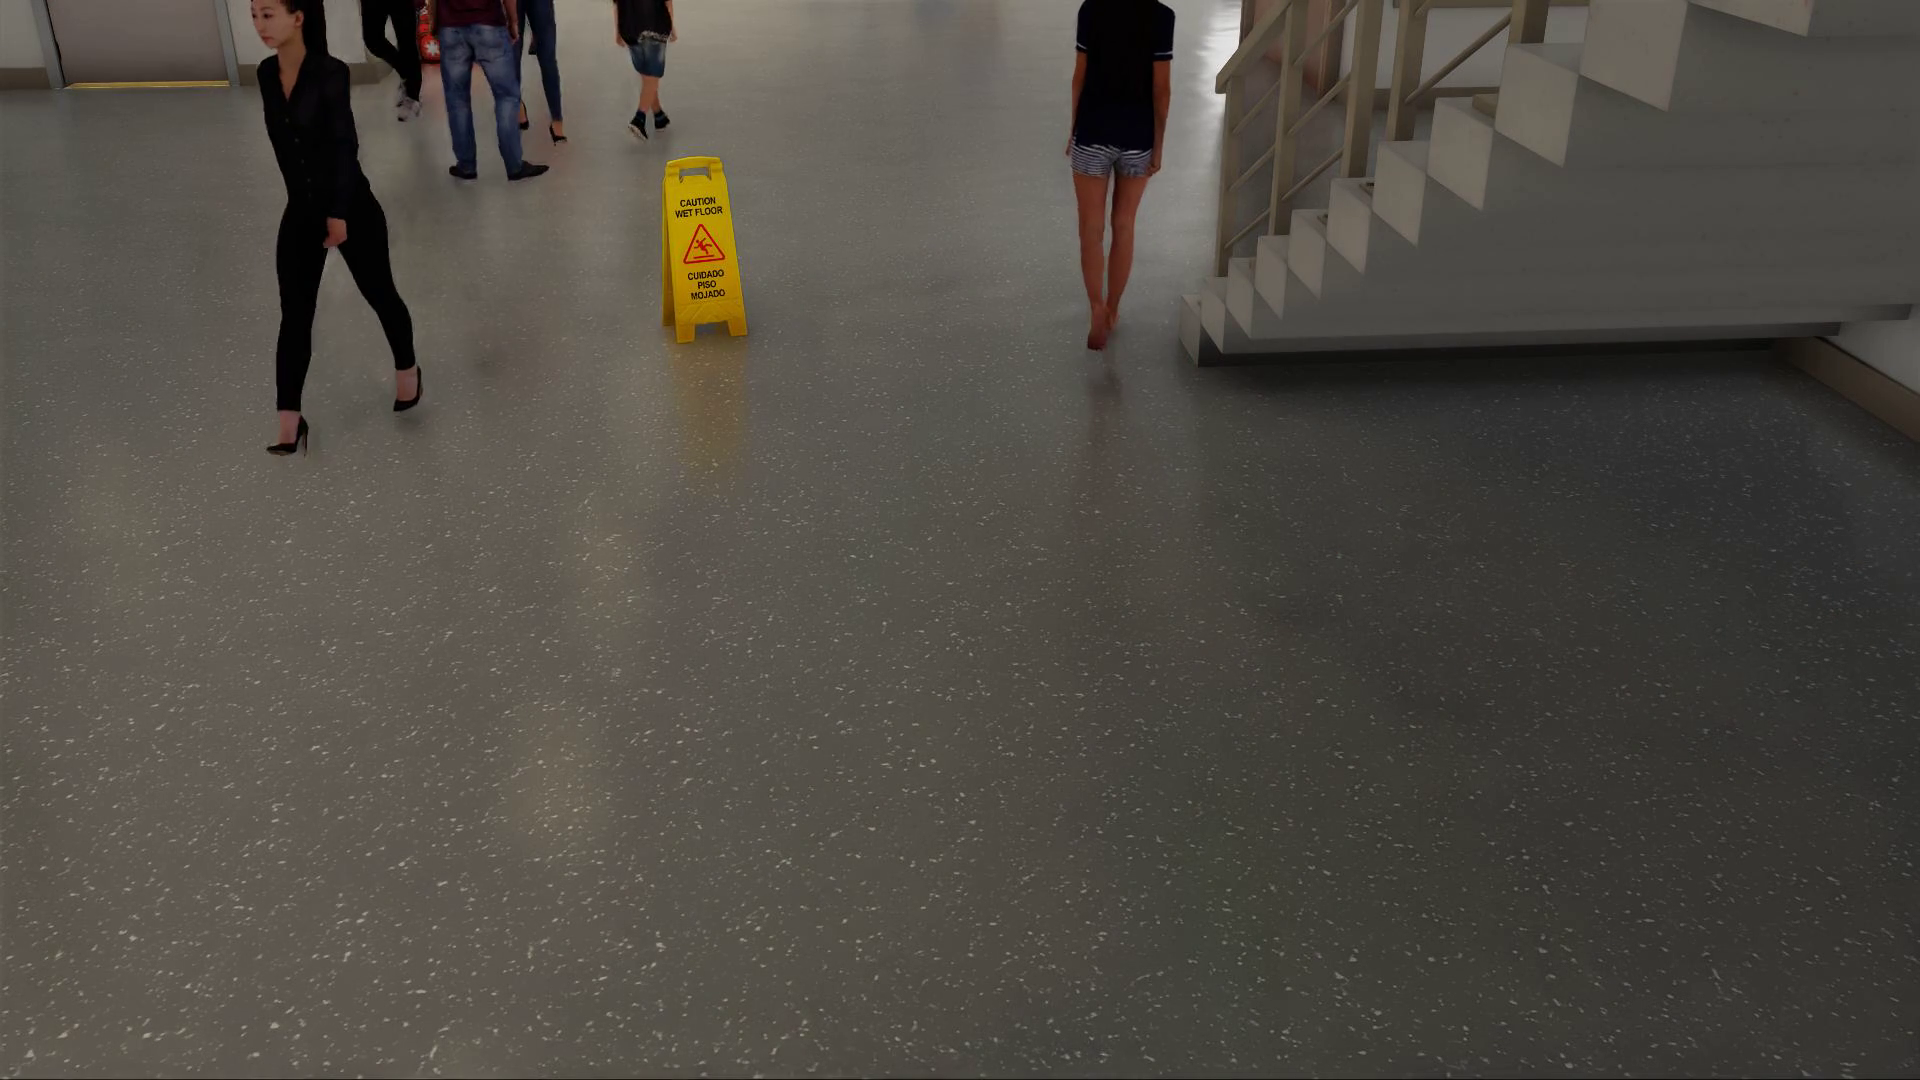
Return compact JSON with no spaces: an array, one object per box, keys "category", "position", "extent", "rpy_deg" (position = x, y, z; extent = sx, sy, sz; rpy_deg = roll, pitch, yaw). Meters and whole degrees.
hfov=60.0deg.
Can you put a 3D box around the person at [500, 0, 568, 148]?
[{"category":"person","position":[-2.843,-3.422,10.709],"extent":[0.936,1.726,1.256],"rpy_deg":[-14,29,-27]}]

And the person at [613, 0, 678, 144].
[{"category":"person","position":[-2.072,-3.304,10.820],"extent":[0.661,1.417,0.983],"rpy_deg":[3,26,7]}]

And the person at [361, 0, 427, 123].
[{"category":"person","position":[-3.920,-3.892,11.576],"extent":[0.788,1.820,0.859],"rpy_deg":[6,26,12]}]

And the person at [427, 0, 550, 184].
[{"category":"person","position":[-2.904,-3.048,9.805],"extent":[0.782,1.837,0.534],"rpy_deg":[-4,26,-9]}]

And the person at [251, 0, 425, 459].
[{"category":"person","position":[-2.244,-1.161,6.110],"extent":[0.849,1.648,1.156],"rpy_deg":[7,27,14]}]

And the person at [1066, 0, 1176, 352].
[{"category":"person","position":[0.648,-1.635,6.988],"extent":[0.707,1.739,1.035],"rpy_deg":[2,26,4]}]
